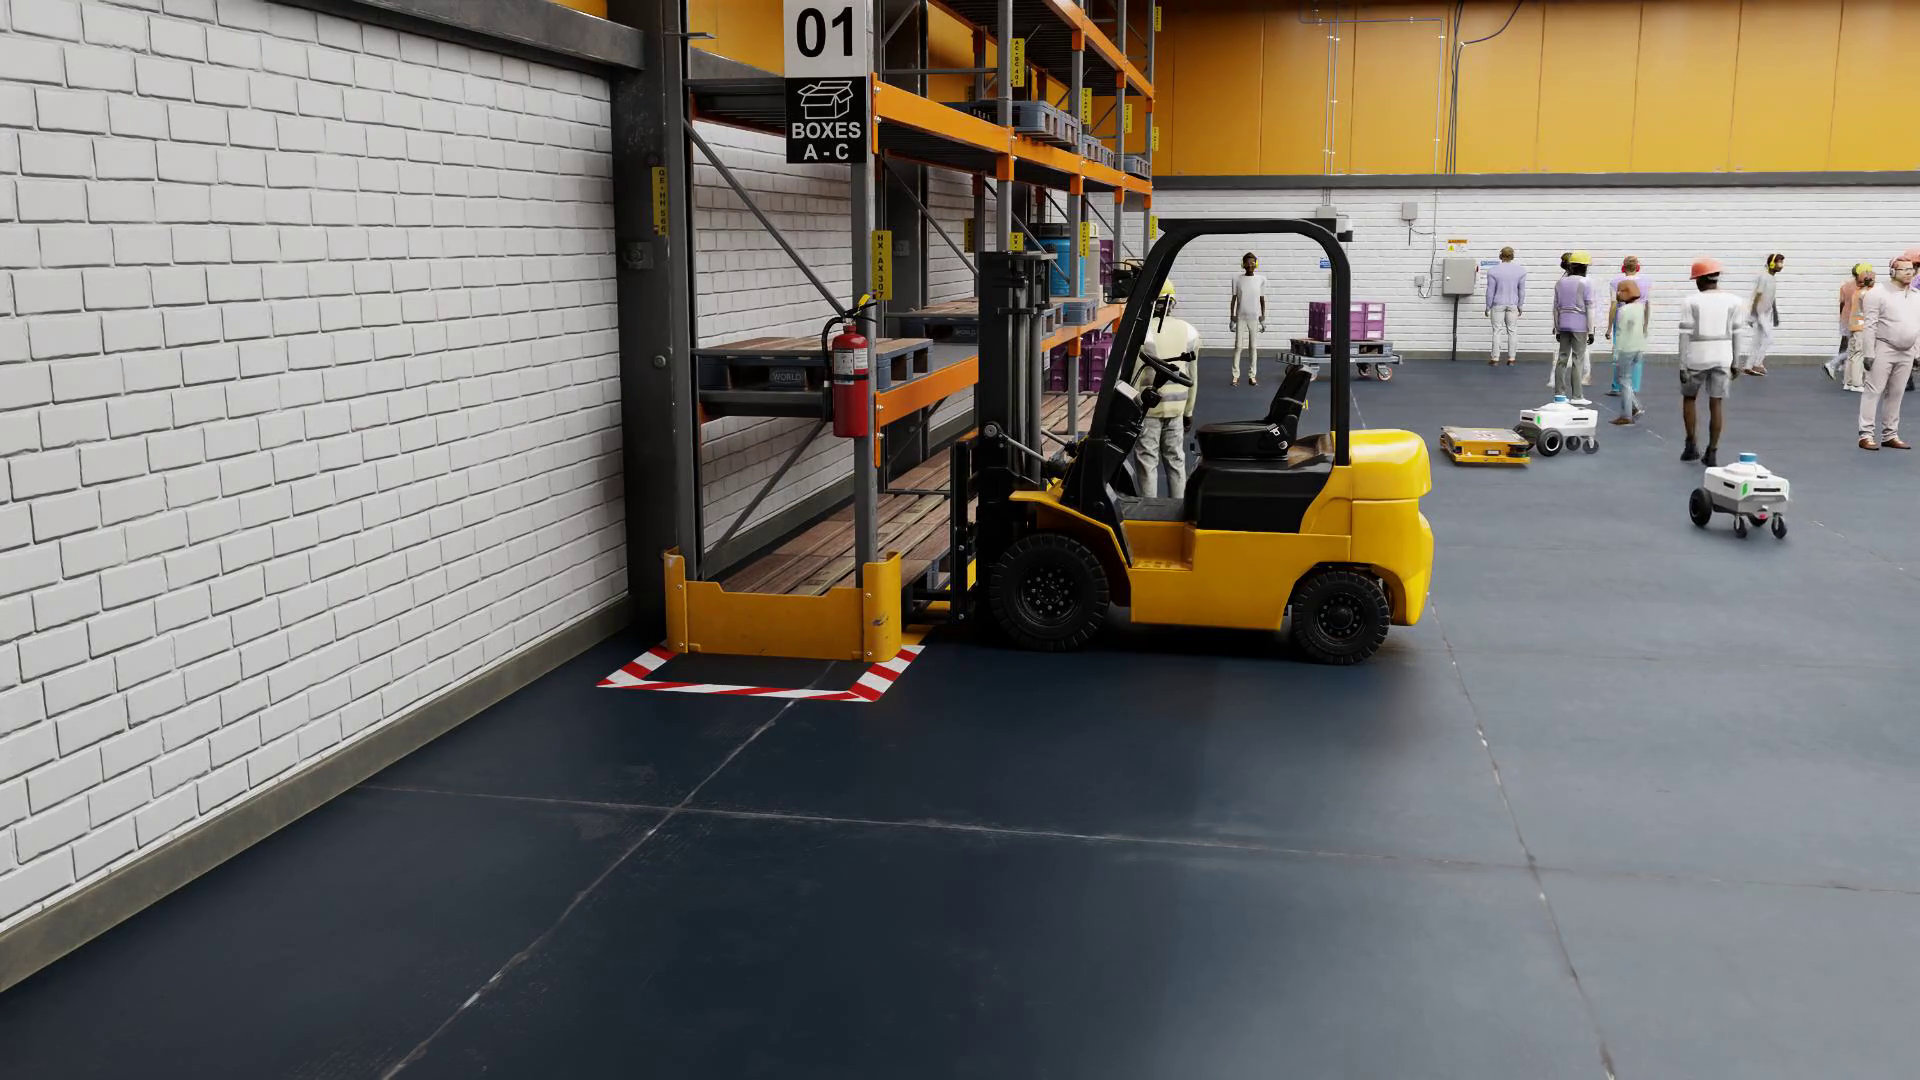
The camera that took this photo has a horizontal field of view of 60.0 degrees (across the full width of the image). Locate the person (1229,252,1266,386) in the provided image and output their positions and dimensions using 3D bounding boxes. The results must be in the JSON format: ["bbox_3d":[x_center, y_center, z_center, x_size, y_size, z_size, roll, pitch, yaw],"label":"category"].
[{"bbox_3d":[4.051,-3.102,23.420,0.511,1.872,0.329,0,10,2],"label":"person"}]

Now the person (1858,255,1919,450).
[{"bbox_3d":[9.187,-1.835,16.370,0.639,1.911,0.406,-2,11,-13],"label":"person"}]

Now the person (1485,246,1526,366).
[{"bbox_3d":[8.839,-3.791,27.007,0.628,1.940,0.373,0,10,2],"label":"person"}]

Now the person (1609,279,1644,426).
[{"bbox_3d":[7.391,-2.080,18.486,0.526,1.617,0.359,-10,14,-44],"label":"person"}]

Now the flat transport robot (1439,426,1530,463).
[{"bbox_3d":[4.963,-0.909,15.786,0.652,0.197,1.431,2,11,10],"label":"flat transport robot"}]

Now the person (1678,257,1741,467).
[{"bbox_3d":[6.880,-1.639,15.298,0.587,1.903,0.613,2,11,11],"label":"person"}]

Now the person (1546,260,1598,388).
[{"bbox_3d":[8.589,-3.040,23.271,0.639,1.808,0.914,9,14,42],"label":"person"}]

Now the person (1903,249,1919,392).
[{"bbox_3d":[12.766,-2.946,22.414,0.407,1.938,0.553,1,10,3],"label":"person"}]

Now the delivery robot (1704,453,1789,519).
[{"bbox_3d":[5.574,-0.374,11.803,0.477,0.478,0.707,0,11,2],"label":"delivery robot"}]

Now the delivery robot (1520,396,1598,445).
[{"bbox_3d":[5.792,-1.154,16.091,0.707,0.478,0.477,-3,11,-16],"label":"delivery robot"}]

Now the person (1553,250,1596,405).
[{"bbox_3d":[7.686,-2.652,20.795,0.367,1.927,0.587,-6,12,-31],"label":"person"}]

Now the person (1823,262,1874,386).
[{"bbox_3d":[12.568,-3.037,23.440,0.494,1.739,0.527,6,12,32],"label":"person"}]

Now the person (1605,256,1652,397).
[{"bbox_3d":[8.760,-2.791,21.802,0.570,1.836,0.385,-1,10,-6],"label":"person"}]

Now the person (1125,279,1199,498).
[{"bbox_3d":[1.354,-0.902,11.463,0.599,1.830,0.404,-5,12,-27],"label":"person"}]

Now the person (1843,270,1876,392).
[{"bbox_3d":[12.175,-2.814,22.475,0.308,1.641,0.516,2,10,8],"label":"person"}]

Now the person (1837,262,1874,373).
[{"bbox_3d":[13.796,-3.415,25.615,0.318,1.697,0.535,-7,13,-36],"label":"person"}]

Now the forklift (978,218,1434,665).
[{"bbox_3d":[1.285,-0.567,8.635,2.313,2.155,1.214,2,11,11],"label":"forklift"}]

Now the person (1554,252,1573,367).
[{"bbox_3d":[9.799,-3.713,26.847,0.429,1.841,0.634,3,11,16],"label":"person"}]

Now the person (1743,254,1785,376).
[{"bbox_3d":[12.101,-3.370,24.976,0.609,1.837,0.604,10,14,43],"label":"person"}]
